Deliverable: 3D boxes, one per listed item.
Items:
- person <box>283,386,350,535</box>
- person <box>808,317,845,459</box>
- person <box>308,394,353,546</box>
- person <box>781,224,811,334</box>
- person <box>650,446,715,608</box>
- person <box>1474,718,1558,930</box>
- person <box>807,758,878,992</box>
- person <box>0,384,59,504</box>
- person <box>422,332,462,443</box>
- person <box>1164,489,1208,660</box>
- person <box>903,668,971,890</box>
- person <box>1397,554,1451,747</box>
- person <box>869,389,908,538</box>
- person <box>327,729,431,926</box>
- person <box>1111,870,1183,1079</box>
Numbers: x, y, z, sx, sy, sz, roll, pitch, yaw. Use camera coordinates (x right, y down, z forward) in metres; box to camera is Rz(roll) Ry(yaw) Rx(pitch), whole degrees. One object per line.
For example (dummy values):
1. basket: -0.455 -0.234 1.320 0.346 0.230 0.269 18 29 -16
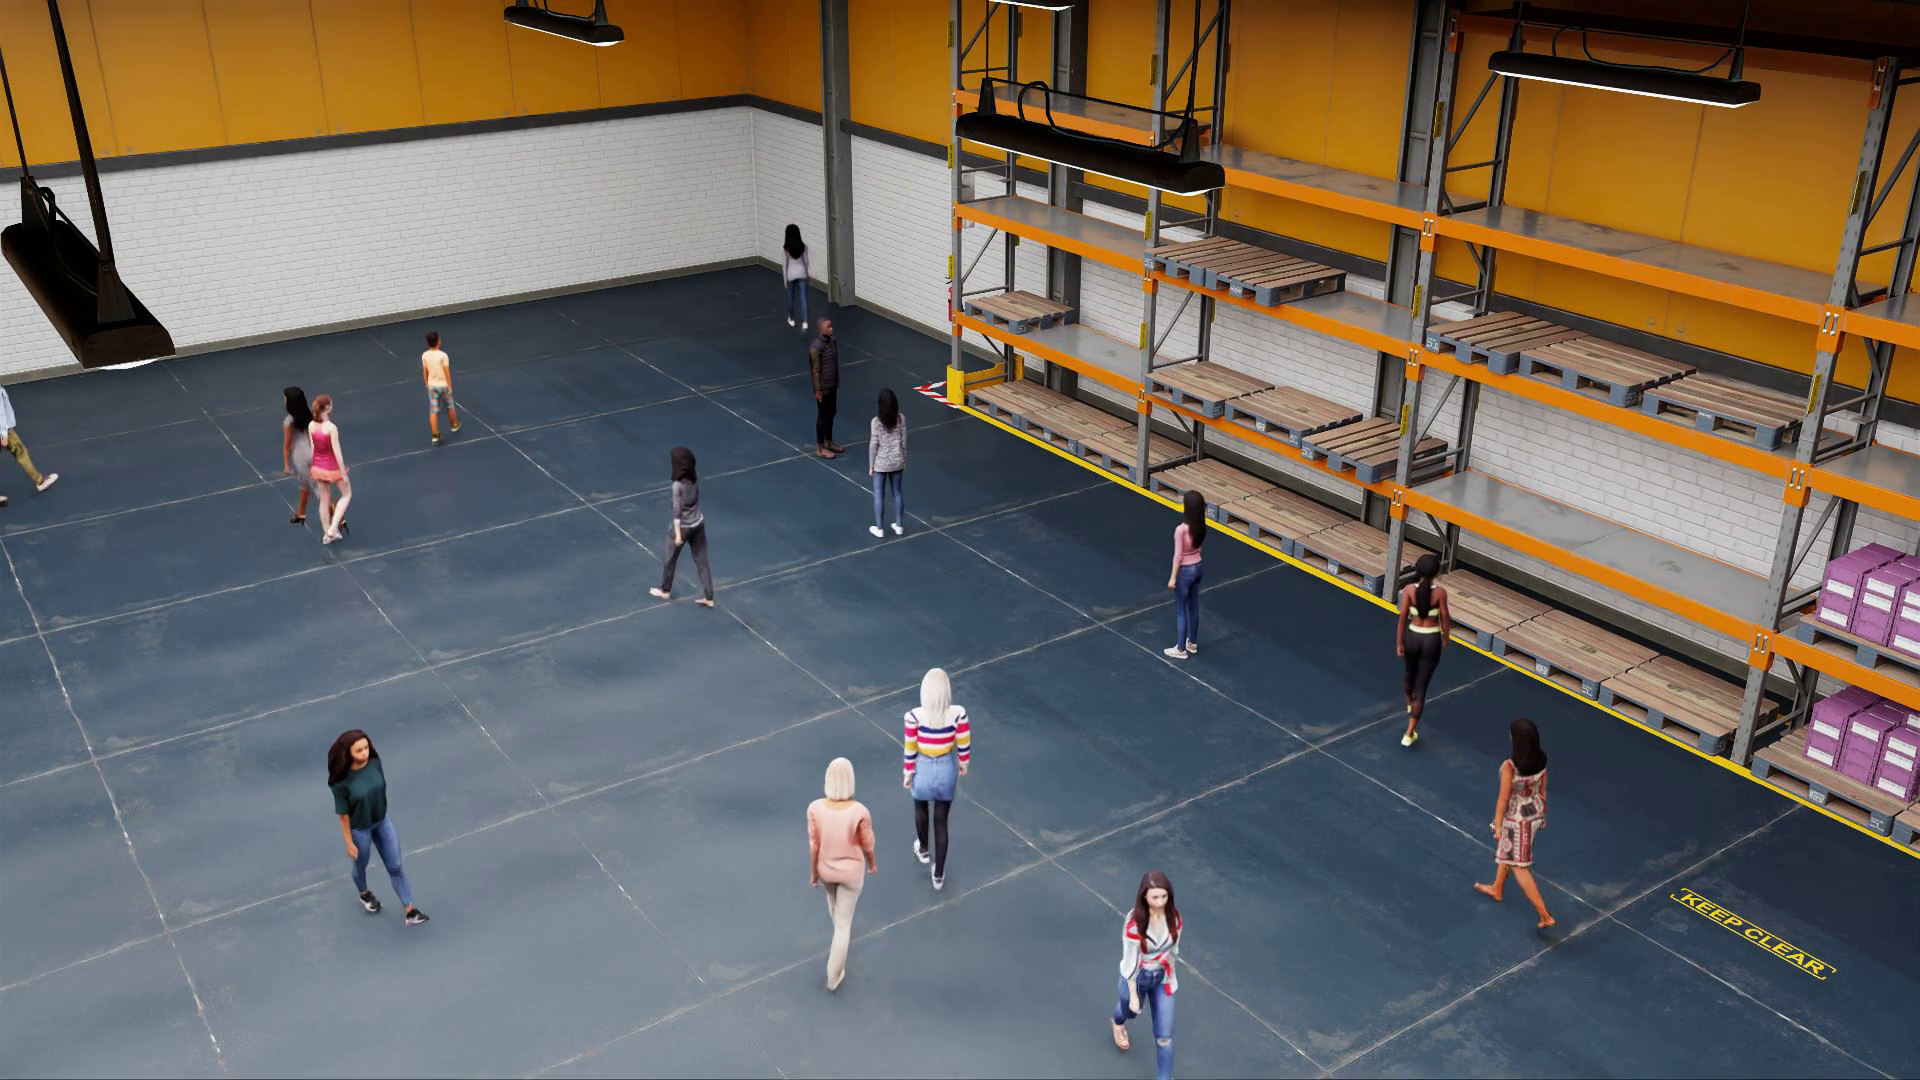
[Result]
1. person: -7.302 -0.845 18.801 1.196 1.731 1.005 9 25 19
2. person: -1.718 -1.966 21.232 0.773 1.838 0.774 10 26 22
3. person: -7.088 -0.748 18.571 0.792 1.738 0.855 4 24 8
4. person: -2.556 -4.104 26.295 0.888 1.701 1.213 -6 24 -14
5. person: -2.725 -0.094 17.079 1.070 1.735 0.852 14 27 29
6. person: 4.175 2.103 12.206 0.638 1.612 1.024 -13 27 -27
7. person: -0.848 2.352 11.549 1.053 1.683 1.114 4 24 9
8. person: -11.471 -1.248 19.676 1.193 1.769 1.087 12 26 25
9. person: -6.851 -1.976 21.771 0.901 1.425 1.032 1 24 3
10. person: 2.207 0.317 16.127 0.564 1.744 0.599 22 32 40
11. person: -0.186 1.835 12.598 0.882 1.789 0.970 -2 24 -6
12. person: 4.056 0.991 14.630 1.120 1.707 0.972 12 26 25
13. person: -0.814 -0.877 18.873 0.642 1.732 0.577 -12 26 -25
14. person: -4.421 2.091 12.265 1.088 1.587 0.777 18 30 36
15. person: 1.160 2.787 10.687 0.861 1.576 1.178 -6 24 -13
